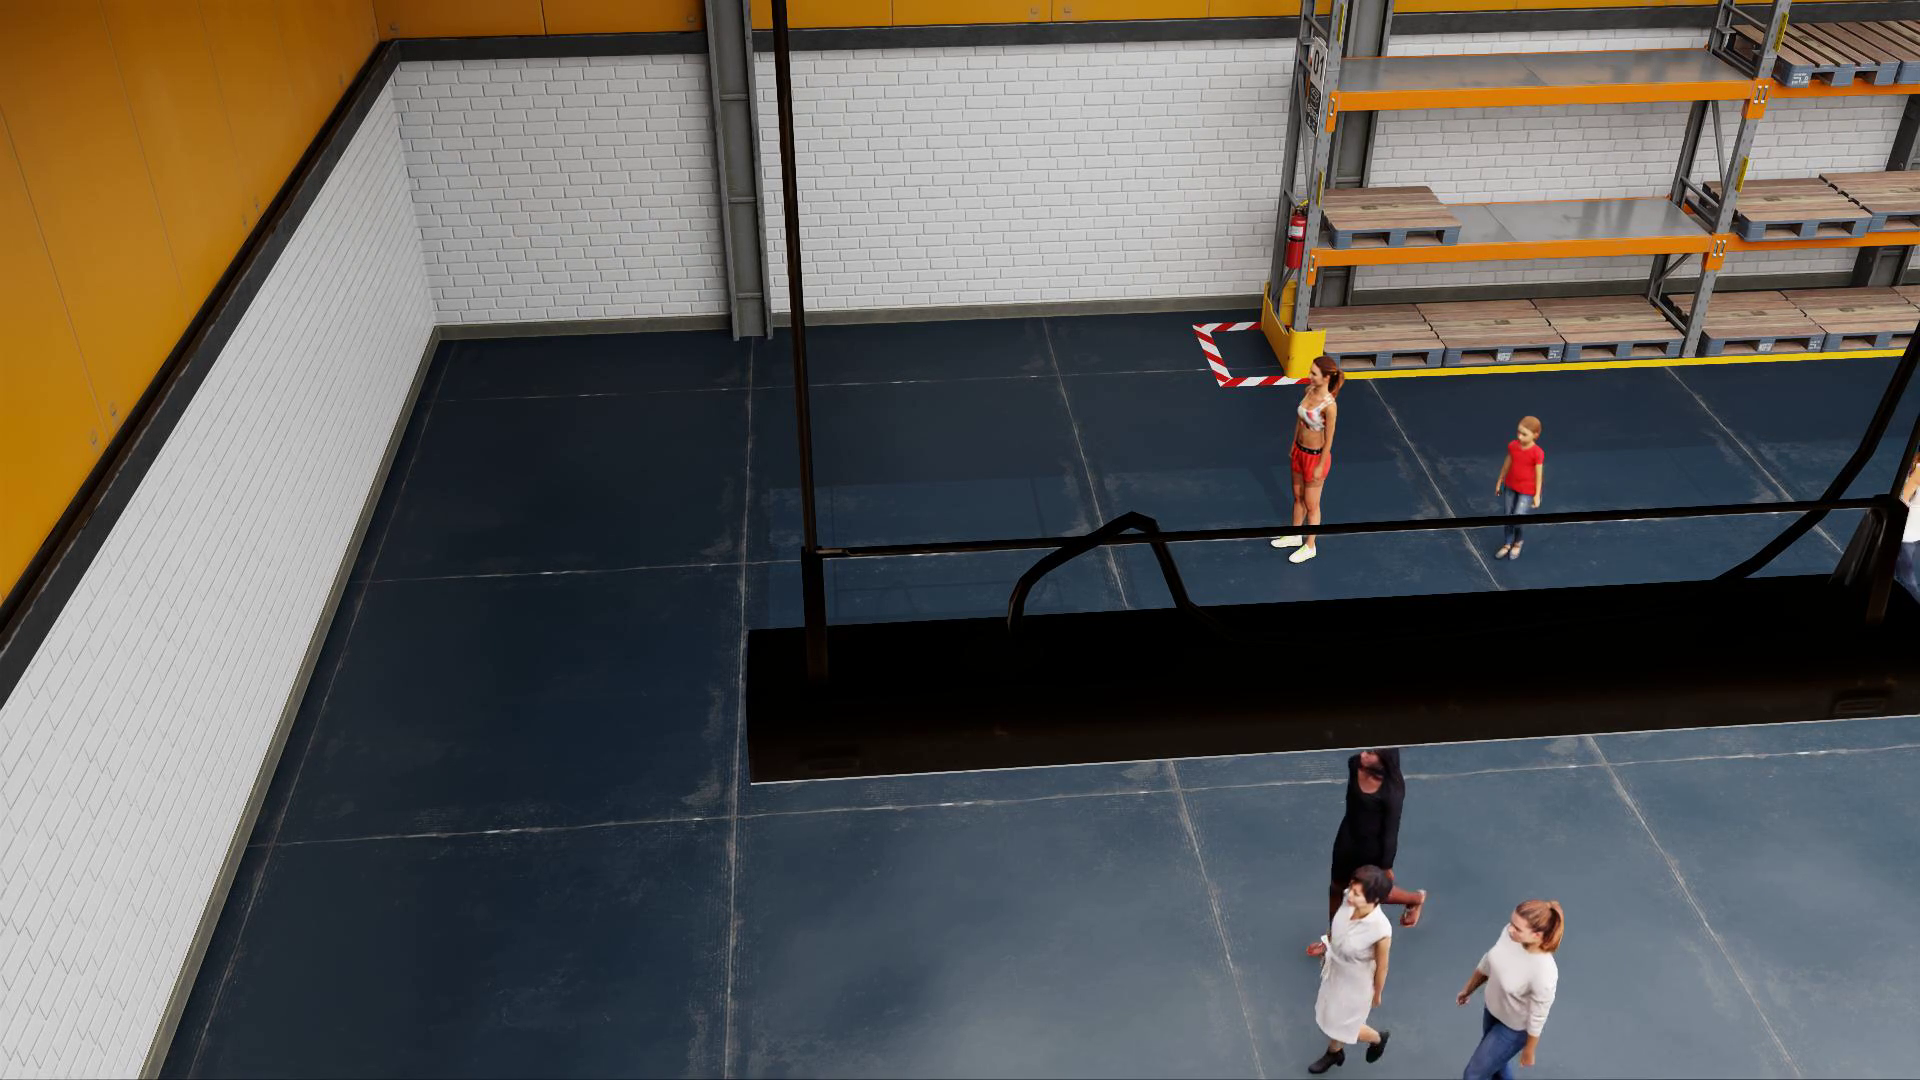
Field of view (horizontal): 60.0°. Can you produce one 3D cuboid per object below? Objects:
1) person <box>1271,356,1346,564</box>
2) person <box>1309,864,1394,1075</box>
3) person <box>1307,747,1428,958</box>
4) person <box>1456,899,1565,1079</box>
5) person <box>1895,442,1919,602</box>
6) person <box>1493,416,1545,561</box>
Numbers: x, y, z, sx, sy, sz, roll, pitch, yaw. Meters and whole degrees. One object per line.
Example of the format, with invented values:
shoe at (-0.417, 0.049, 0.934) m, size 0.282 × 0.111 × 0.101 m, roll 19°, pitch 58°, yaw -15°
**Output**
person at (2.789, -0.654, 13.201) m, size 0.658 × 1.791 × 0.640 m, roll -13°, pitch 36°, yaw -19°
person at (2.167, 2.319, 8.951) m, size 0.777 × 1.544 × 0.658 m, roll -11°, pitch 35°, yaw -15°
person at (2.443, 1.750, 9.665) m, size 1.085 × 1.702 × 0.861 m, roll -15°, pitch 36°, yaw -21°
person at (2.898, 2.468, 8.578) m, size 0.729 × 1.708 × 0.635 m, roll -1°, pitch 34°, yaw -1°
person at (7.128, -0.069, 12.356) m, size 1.120 × 1.752 × 0.966 m, roll 16°, pitch 37°, yaw 23°
person at (4.520, -0.430, 13.307) m, size 0.639 × 1.300 × 0.598 m, roll -25°, pitch 41°, yaw -33°
